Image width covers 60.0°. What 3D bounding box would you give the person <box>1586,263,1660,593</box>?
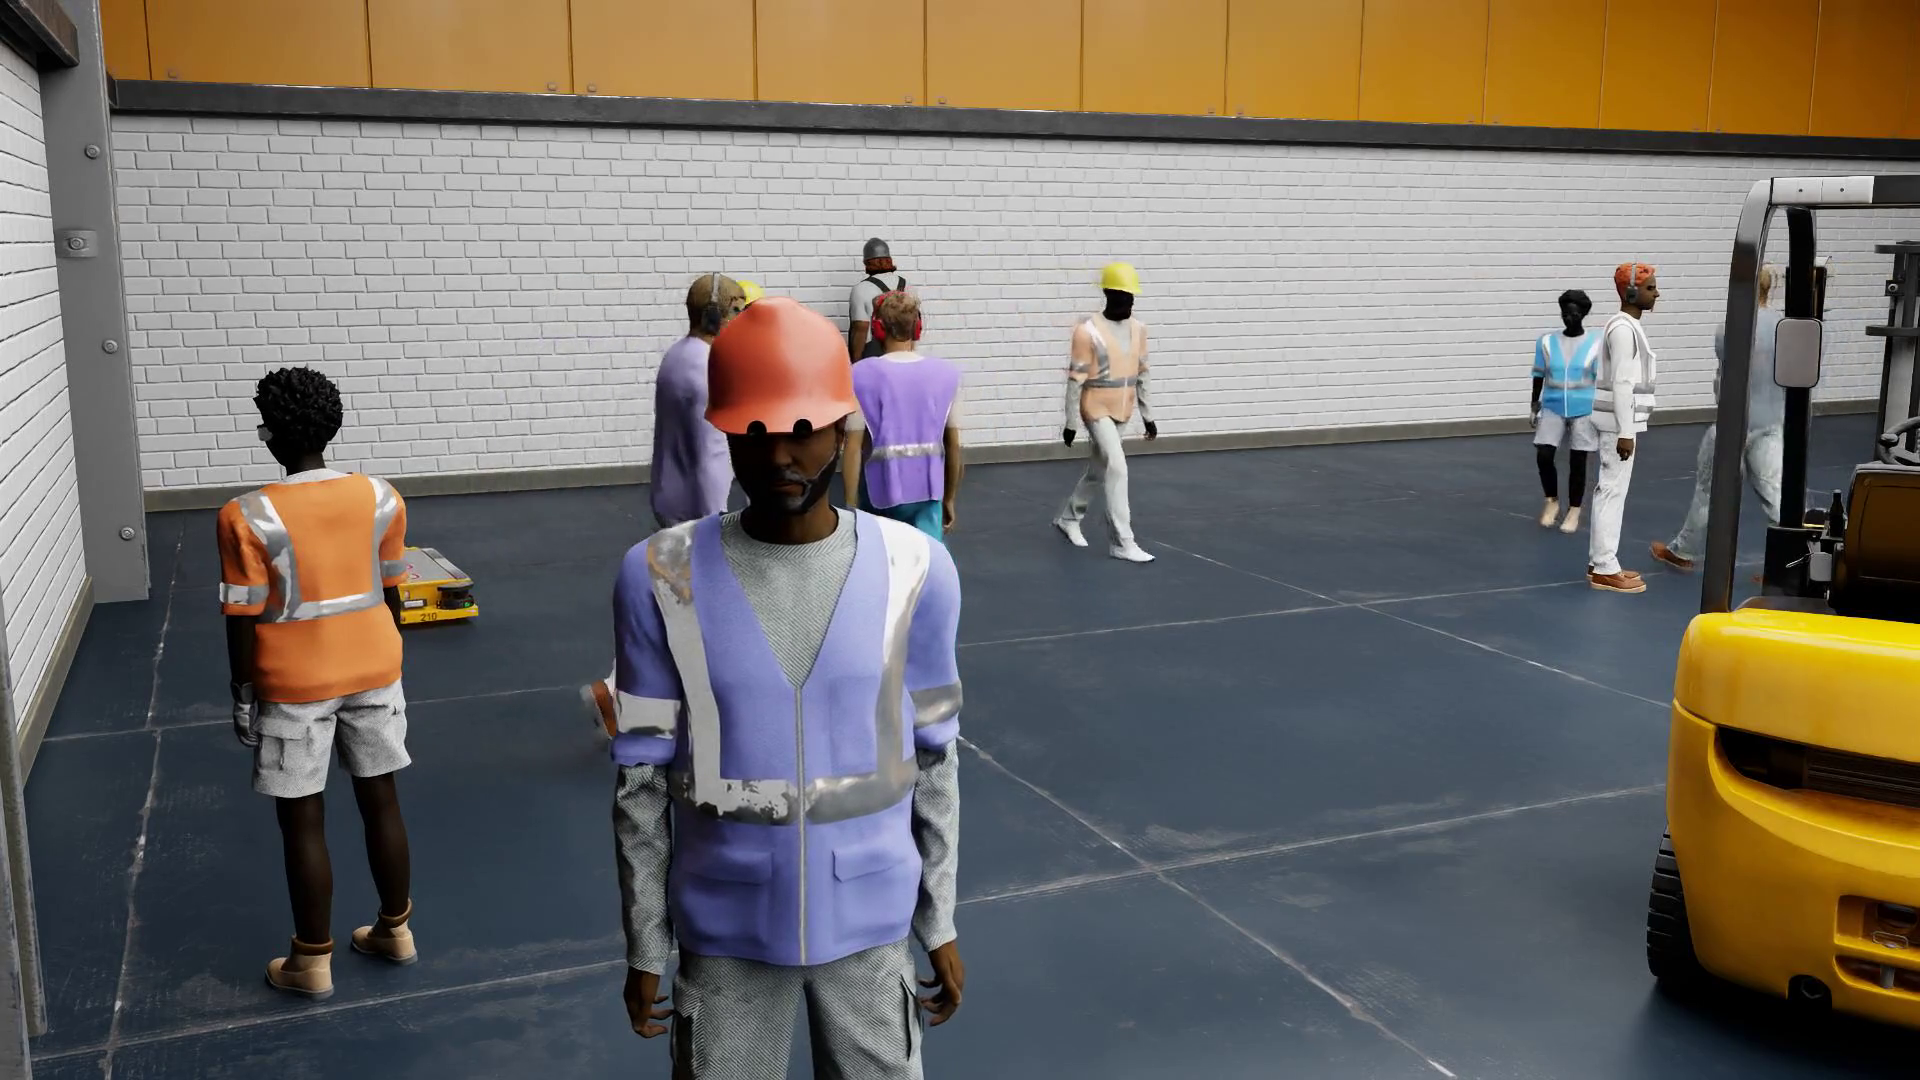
[{"bbox_3d":[3.832,-0.648,9.610,0.355,1.883,0.573,4,11,19],"label":"person"}]

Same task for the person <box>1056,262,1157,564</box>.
[{"bbox_3d":[0.905,-0.835,10.646,0.585,1.880,0.959,-9,14,-42],"label":"person"}]

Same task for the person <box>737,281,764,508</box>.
[{"bbox_3d":[-1.277,-0.694,10.186,0.328,1.767,0.532,5,11,26],"label":"person"}]

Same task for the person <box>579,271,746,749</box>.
[{"bbox_3d":[-1.109,-0.089,6.510,0.773,1.913,0.639,-4,11,-23],"label":"person"}]

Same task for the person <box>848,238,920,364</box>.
[{"bbox_3d":[-0.696,-1.518,13.967,0.684,2.000,0.536,-9,14,-41],"label":"person"}]

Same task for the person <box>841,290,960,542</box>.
[{"bbox_3d":[-0.280,-0.182,7.272,0.593,1.793,0.987,-4,11,-23],"label":"person"}]

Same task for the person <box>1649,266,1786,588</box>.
[{"bbox_3d":[4.600,-0.670,9.759,0.653,1.882,1.038,-5,11,-25],"label":"person"}]

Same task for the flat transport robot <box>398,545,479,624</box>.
[{"bbox_3d":[-3.152,0.235,9.184,0.652,0.197,1.431,-6,12,-28],"label":"flat transport robot"}]

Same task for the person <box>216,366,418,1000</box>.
[{"bbox_3d":[-1.715,0.382,4.475,0.321,1.690,0.529,9,14,41],"label":"person"}]

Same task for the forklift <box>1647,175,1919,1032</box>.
[{"bbox_3d":[2.810,0.094,4.662,1.214,2.155,2.313,7,12,34],"label":"forklift"}]

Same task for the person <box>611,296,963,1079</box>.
[{"bbox_3d":[-0.259,0.594,2.615,0.552,1.935,0.367,-2,10,-10],"label":"person"}]

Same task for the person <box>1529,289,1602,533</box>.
[{"bbox_3d":[4.177,-0.876,11.400,0.557,1.675,0.372,7,12,32],"label":"person"}]
